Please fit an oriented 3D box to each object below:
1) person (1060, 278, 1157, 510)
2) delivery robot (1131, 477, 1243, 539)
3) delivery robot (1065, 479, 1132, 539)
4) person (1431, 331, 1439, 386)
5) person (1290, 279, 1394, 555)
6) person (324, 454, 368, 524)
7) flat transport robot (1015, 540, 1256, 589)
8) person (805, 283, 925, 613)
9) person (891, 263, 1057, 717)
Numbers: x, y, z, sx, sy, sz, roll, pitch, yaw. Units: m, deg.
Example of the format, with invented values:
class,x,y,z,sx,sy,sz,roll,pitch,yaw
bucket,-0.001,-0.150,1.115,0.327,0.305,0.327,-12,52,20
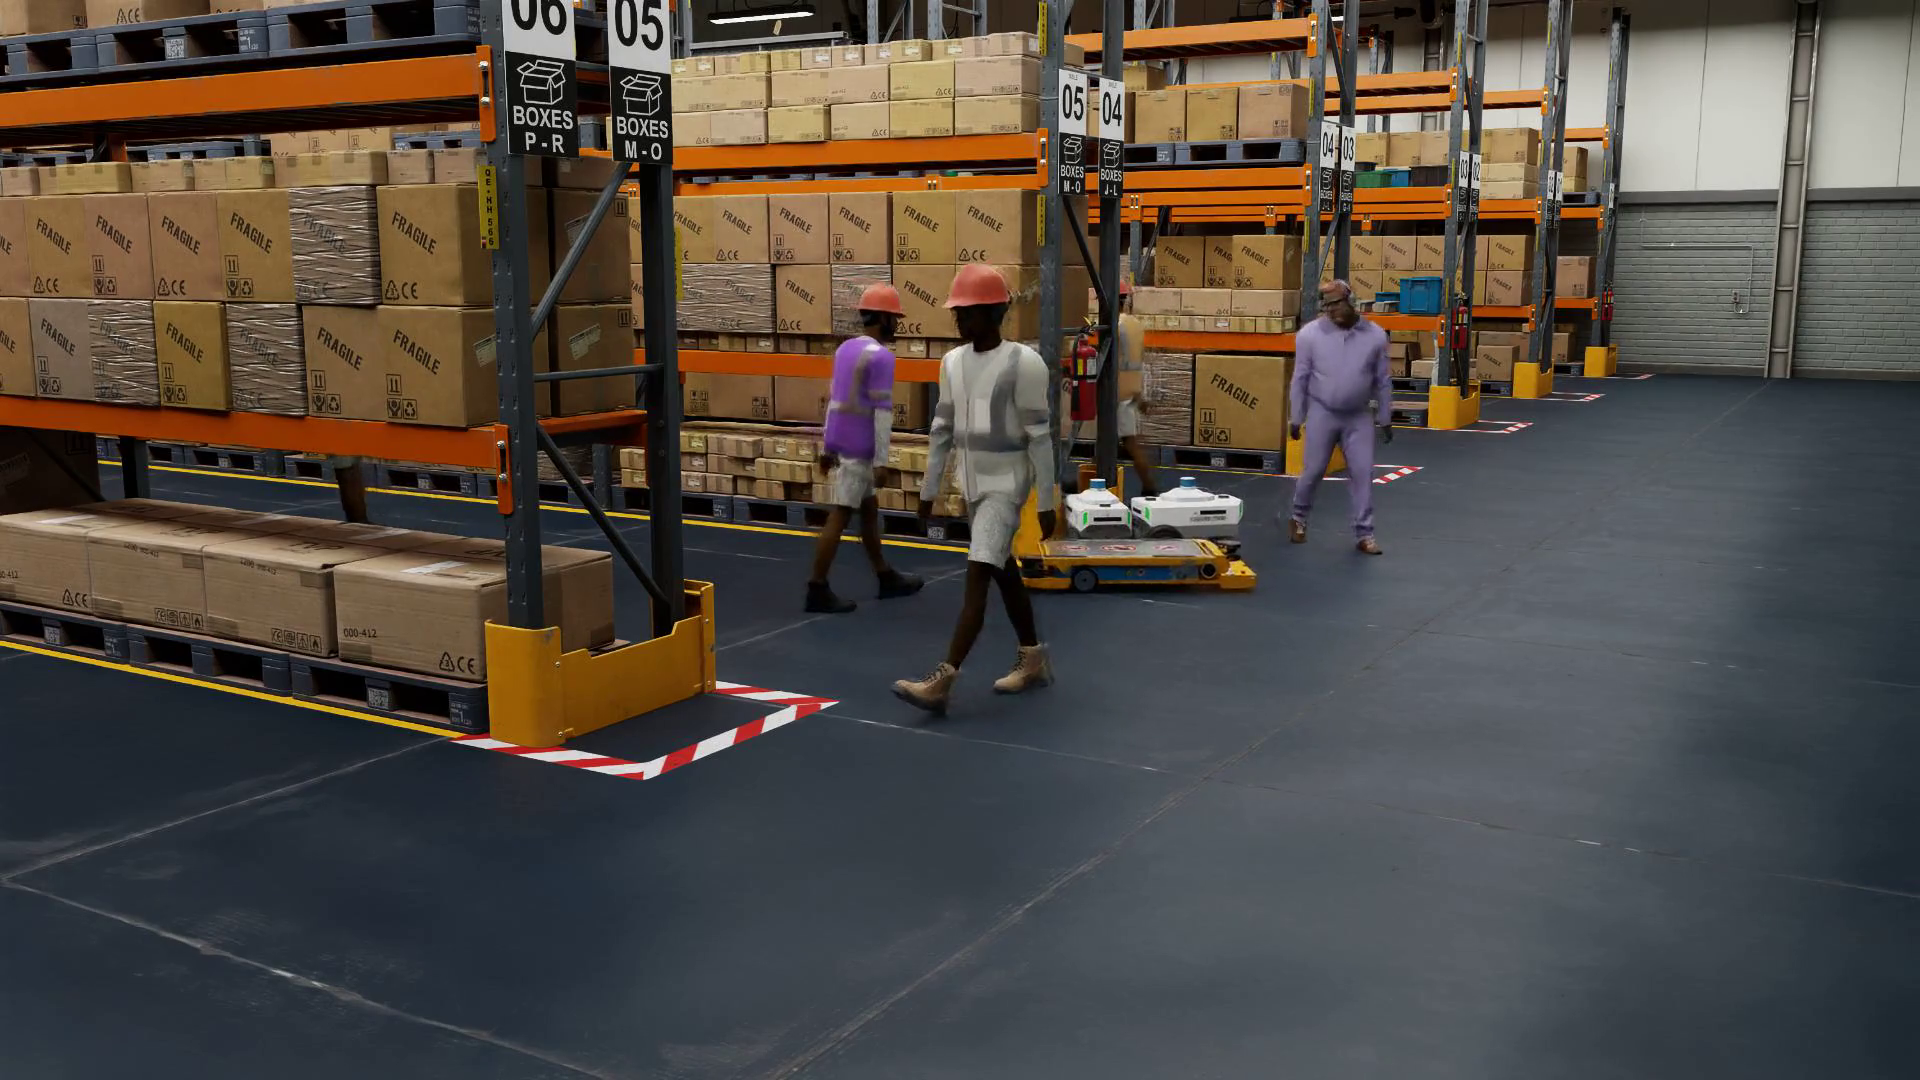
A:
class,x,y,z,sx,sy,sz,roll,pitch,yaw
person,1.199,-1.169,13.311,0.997,1.872,0.561,5,11,28
delivery robot,1.513,-0.176,11.087,0.707,0.478,0.477,-2,10,-13
delivery robot,0.909,-0.162,10.999,0.477,0.478,0.707,-1,10,-6
person,6.918,-2.842,23.812,0.277,1.633,0.507,4,11,24
person,2.648,-0.864,11.535,0.706,1.879,0.640,0,10,2
person,-4.171,-0.825,11.145,0.496,1.924,0.569,5,11,29
flat transport robot,1.068,0.143,10.323,1.431,0.197,0.652,0,10,0
person,-0.551,-0.527,9.600,0.839,1.877,0.569,-5,11,-27
person,0.059,-0.223,7.442,1.044,1.985,0.633,-8,12,-38
